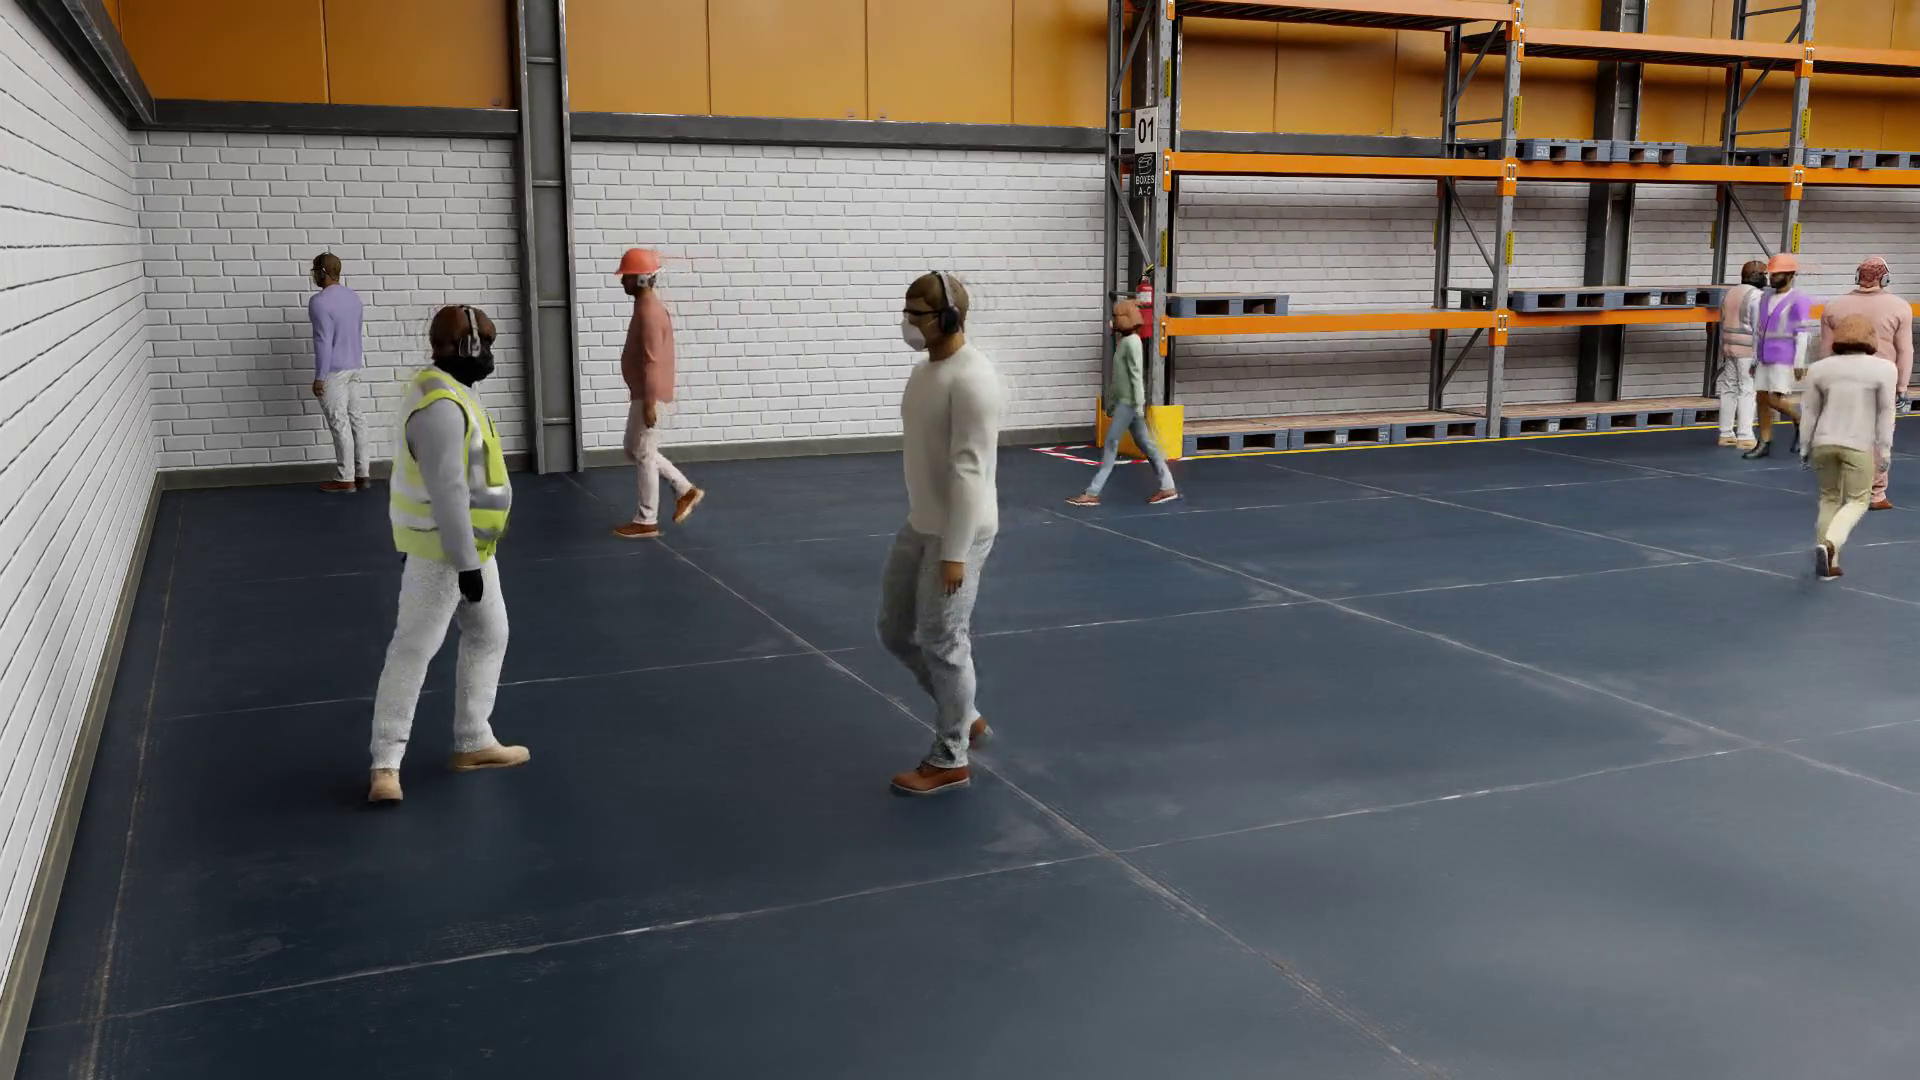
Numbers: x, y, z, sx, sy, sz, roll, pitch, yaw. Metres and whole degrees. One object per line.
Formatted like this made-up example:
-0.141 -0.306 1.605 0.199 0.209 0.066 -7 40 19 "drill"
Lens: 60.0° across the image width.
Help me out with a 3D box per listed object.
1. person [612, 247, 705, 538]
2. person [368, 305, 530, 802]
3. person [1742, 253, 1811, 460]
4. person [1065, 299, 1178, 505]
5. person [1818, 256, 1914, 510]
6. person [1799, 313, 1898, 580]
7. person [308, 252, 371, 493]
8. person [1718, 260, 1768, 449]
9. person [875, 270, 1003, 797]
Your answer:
-2.106 -0.998 11.371 0.538 1.983 0.634 -2 10 -12 "person"
-1.955 0.041 6.171 0.554 1.796 0.740 -1 10 -4 "person"
7.621 -1.693 15.426 0.569 1.921 0.550 -3 11 -14 "person"
1.286 -1.052 12.802 0.881 1.588 0.511 0 10 0 "person"
6.855 -1.181 12.608 0.639 1.911 0.406 9 13 40 "person"
5.183 -0.531 9.799 0.549 1.606 0.532 -9 14 -42 "person"
-5.034 -1.349 13.458 0.354 1.937 0.635 2 10 9 "person"
7.731 -1.816 16.346 0.429 1.837 0.645 -1 10 -7 "person"
-0.079 -0.009 6.036 0.422 1.919 0.654 -4 11 -22 "person"
